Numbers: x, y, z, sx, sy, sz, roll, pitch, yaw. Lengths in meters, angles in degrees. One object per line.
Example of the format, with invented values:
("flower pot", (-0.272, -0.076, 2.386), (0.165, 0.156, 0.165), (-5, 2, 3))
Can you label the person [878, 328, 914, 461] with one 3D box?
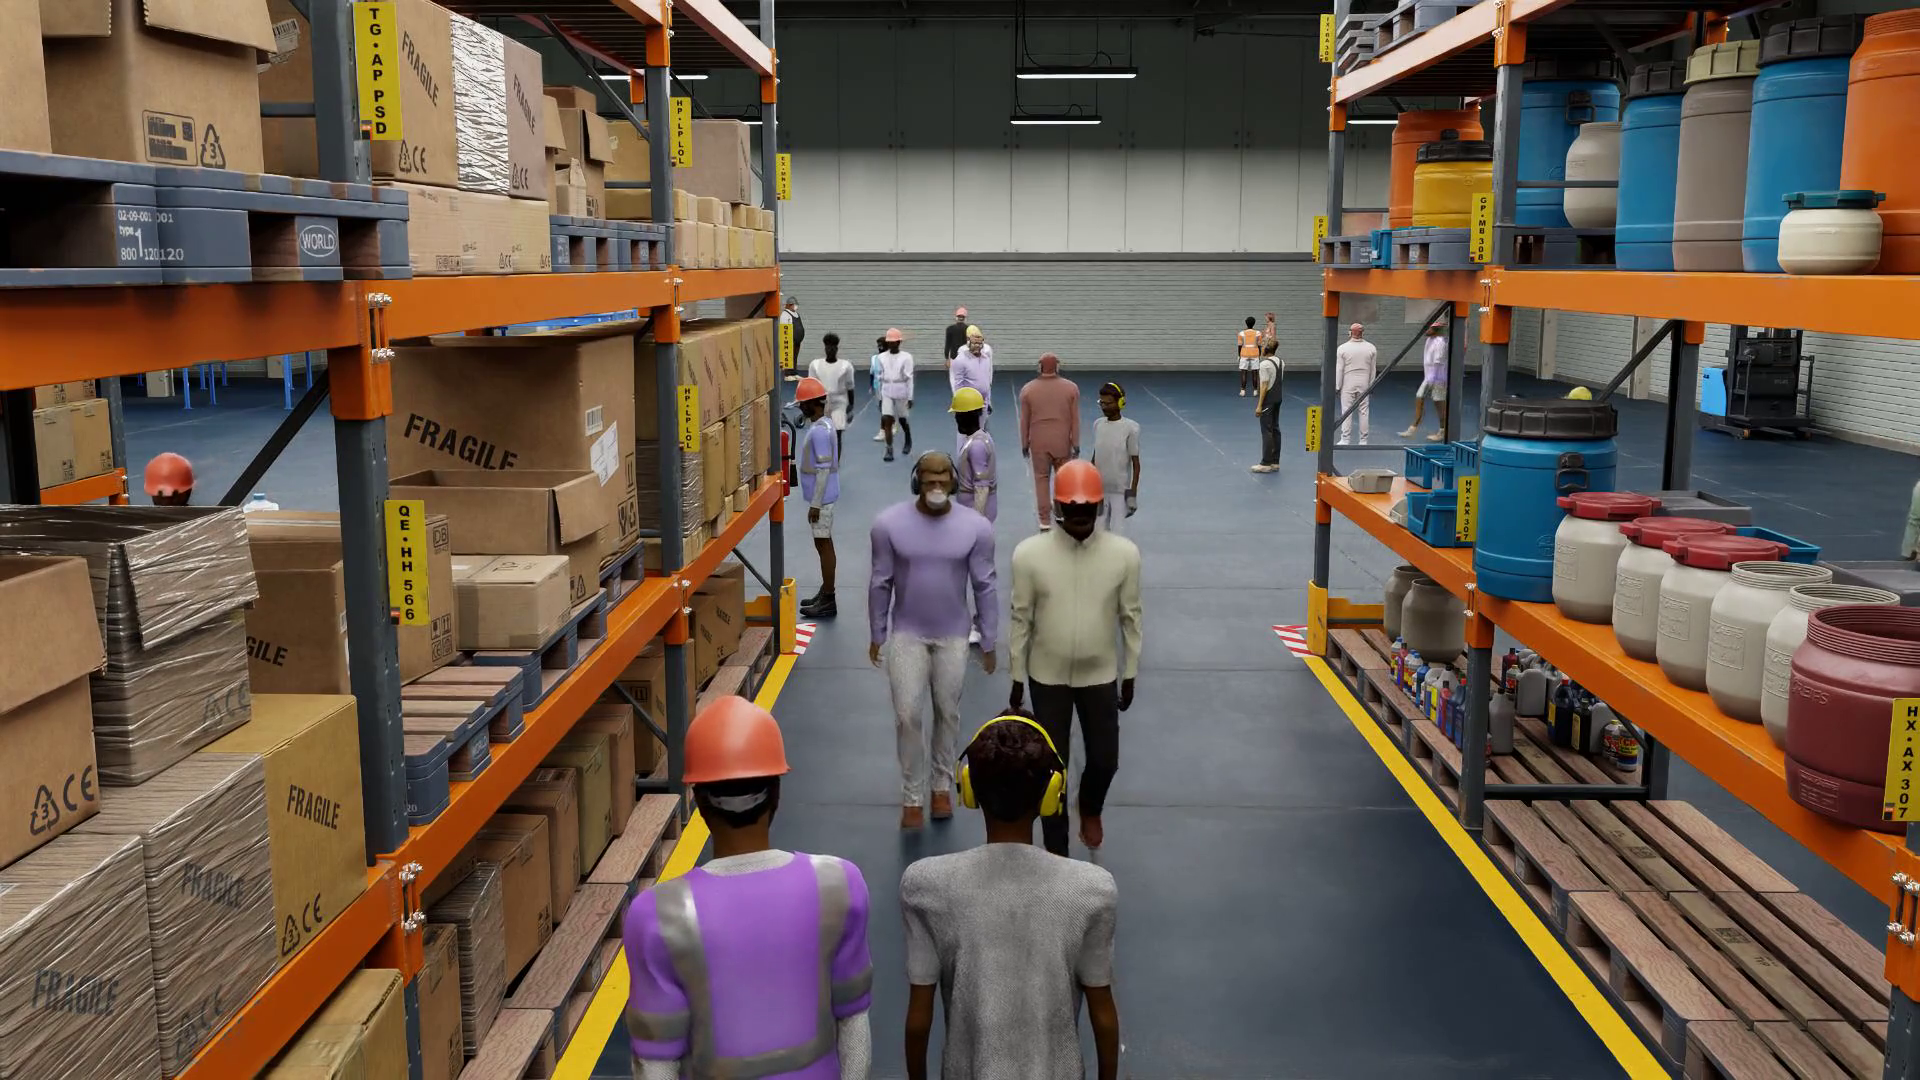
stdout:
("person", (-0.918, -2.144, 24.274), (0.543, 1.919, 0.817), (2, 10, 14))

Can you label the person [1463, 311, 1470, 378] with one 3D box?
("person", (12.527, -4.938, 41.444), (0.326, 1.767, 0.533), (-2, 10, -11))

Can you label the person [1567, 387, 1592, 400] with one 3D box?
("person", (5.653, -0.563, 15.385), (0.536, 1.731, 0.884), (-4, 10, -25))

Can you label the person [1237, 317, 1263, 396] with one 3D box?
("person", (6.194, -3.922, 35.566), (0.537, 1.696, 0.318), (0, 9, 3))

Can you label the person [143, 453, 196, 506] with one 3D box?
("person", (-3.907, 0.522, 8.309), (0.570, 1.904, 0.802), (-1, 10, -6))

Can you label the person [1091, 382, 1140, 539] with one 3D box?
("person", (1.269, -0.390, 13.913), (0.517, 1.865, 0.328), (9, 13, 42))

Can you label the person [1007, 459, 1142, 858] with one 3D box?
("person", (0.521, 0.598, 7.672), (0.624, 1.980, 0.546), (0, 9, -2))

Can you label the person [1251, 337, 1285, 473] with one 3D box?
("person", (4.221, -1.857, 22.751), (0.346, 1.847, 0.507), (8, 13, 41))

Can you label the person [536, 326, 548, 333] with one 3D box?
("person", (-10.177, -4.714, 40.501), (0.268, 1.631, 0.507), (2, 10, 13))

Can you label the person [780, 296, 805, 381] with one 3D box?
("person", (-4.036, -4.872, 40.354), (0.539, 2.000, 0.688), (4, 10, 22))

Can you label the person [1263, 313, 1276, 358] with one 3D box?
("person", (7.463, -4.655, 40.125), (0.307, 1.640, 0.521), (-1, 10, -7))

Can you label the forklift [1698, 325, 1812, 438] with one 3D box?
("forklift", (13.248, -3.165, 27.620), (1.129, 2.768, 1.873), (0, 9, 1))

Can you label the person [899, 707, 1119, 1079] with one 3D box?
("person", (0.121, 1.296, 3.792), (0.508, 1.872, 0.329), (1, 9, 3))

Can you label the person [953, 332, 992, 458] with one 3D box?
("person", (0.203, -1.870, 22.661), (0.643, 1.905, 0.400), (-9, 13, -42))

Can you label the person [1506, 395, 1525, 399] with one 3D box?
("person", (4.207, -0.217, 12.967), (0.875, 1.839, 0.519), (0, 9, -1))

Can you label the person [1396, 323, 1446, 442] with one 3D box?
("person", (7.383, -2.558, 26.448), (0.908, 2.009, 0.644), (-1, 10, -5))

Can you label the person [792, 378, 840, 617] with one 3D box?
("person", (-1.165, -0.352, 13.491), (0.375, 1.927, 0.543), (0, 9, -1))

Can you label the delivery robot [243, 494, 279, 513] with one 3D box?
("delivery robot", (-7.001, -0.219, 16.646), (0.477, 0.478, 0.707), (-4, 10, -21))

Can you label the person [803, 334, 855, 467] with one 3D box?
("person", (-1.719, -1.746, 21.896), (0.625, 1.908, 1.021), (2, 10, 11))

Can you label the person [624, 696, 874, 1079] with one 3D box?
("person", (-0.462, 1.292, 3.643), (0.542, 1.928, 0.374), (-4, 10, -23))

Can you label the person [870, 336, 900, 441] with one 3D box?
("person", (-1.176, -2.463, 26.913), (0.541, 1.677, 0.769), (6, 11, 34))

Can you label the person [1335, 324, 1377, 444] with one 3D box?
("person", (6.115, -2.394, 25.785), (0.641, 1.909, 0.409), (-1, 10, -6))

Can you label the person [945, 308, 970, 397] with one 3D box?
("person", (0.011, -3.621, 32.983), (0.640, 1.958, 0.621), (-2, 10, -9))

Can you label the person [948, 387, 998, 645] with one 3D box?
("person", (0.094, -0.185, 12.500), (0.378, 1.922, 0.593), (0, 9, 0))

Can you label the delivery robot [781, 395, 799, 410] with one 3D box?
("delivery robot", (-2.837, -2.414, 29.014), (0.335, 0.223, 0.698), (6, 11, 32))

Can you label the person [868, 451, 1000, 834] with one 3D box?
("person", (-0.126, 0.517, 8.325), (0.665, 1.909, 0.796), (0, 9, -2))

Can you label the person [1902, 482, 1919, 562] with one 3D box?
("person", (6.724, 0.161, 11.293), (0.529, 1.619, 0.548), (1, 10, 6))

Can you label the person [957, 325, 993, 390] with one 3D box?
("person", (0.227, -2.669, 27.700), (0.617, 1.811, 0.447), (-2, 10, -12))

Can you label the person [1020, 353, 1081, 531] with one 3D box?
("person", (0.965, -1.054, 17.783), (0.660, 1.887, 0.643), (1, 10, 5))
